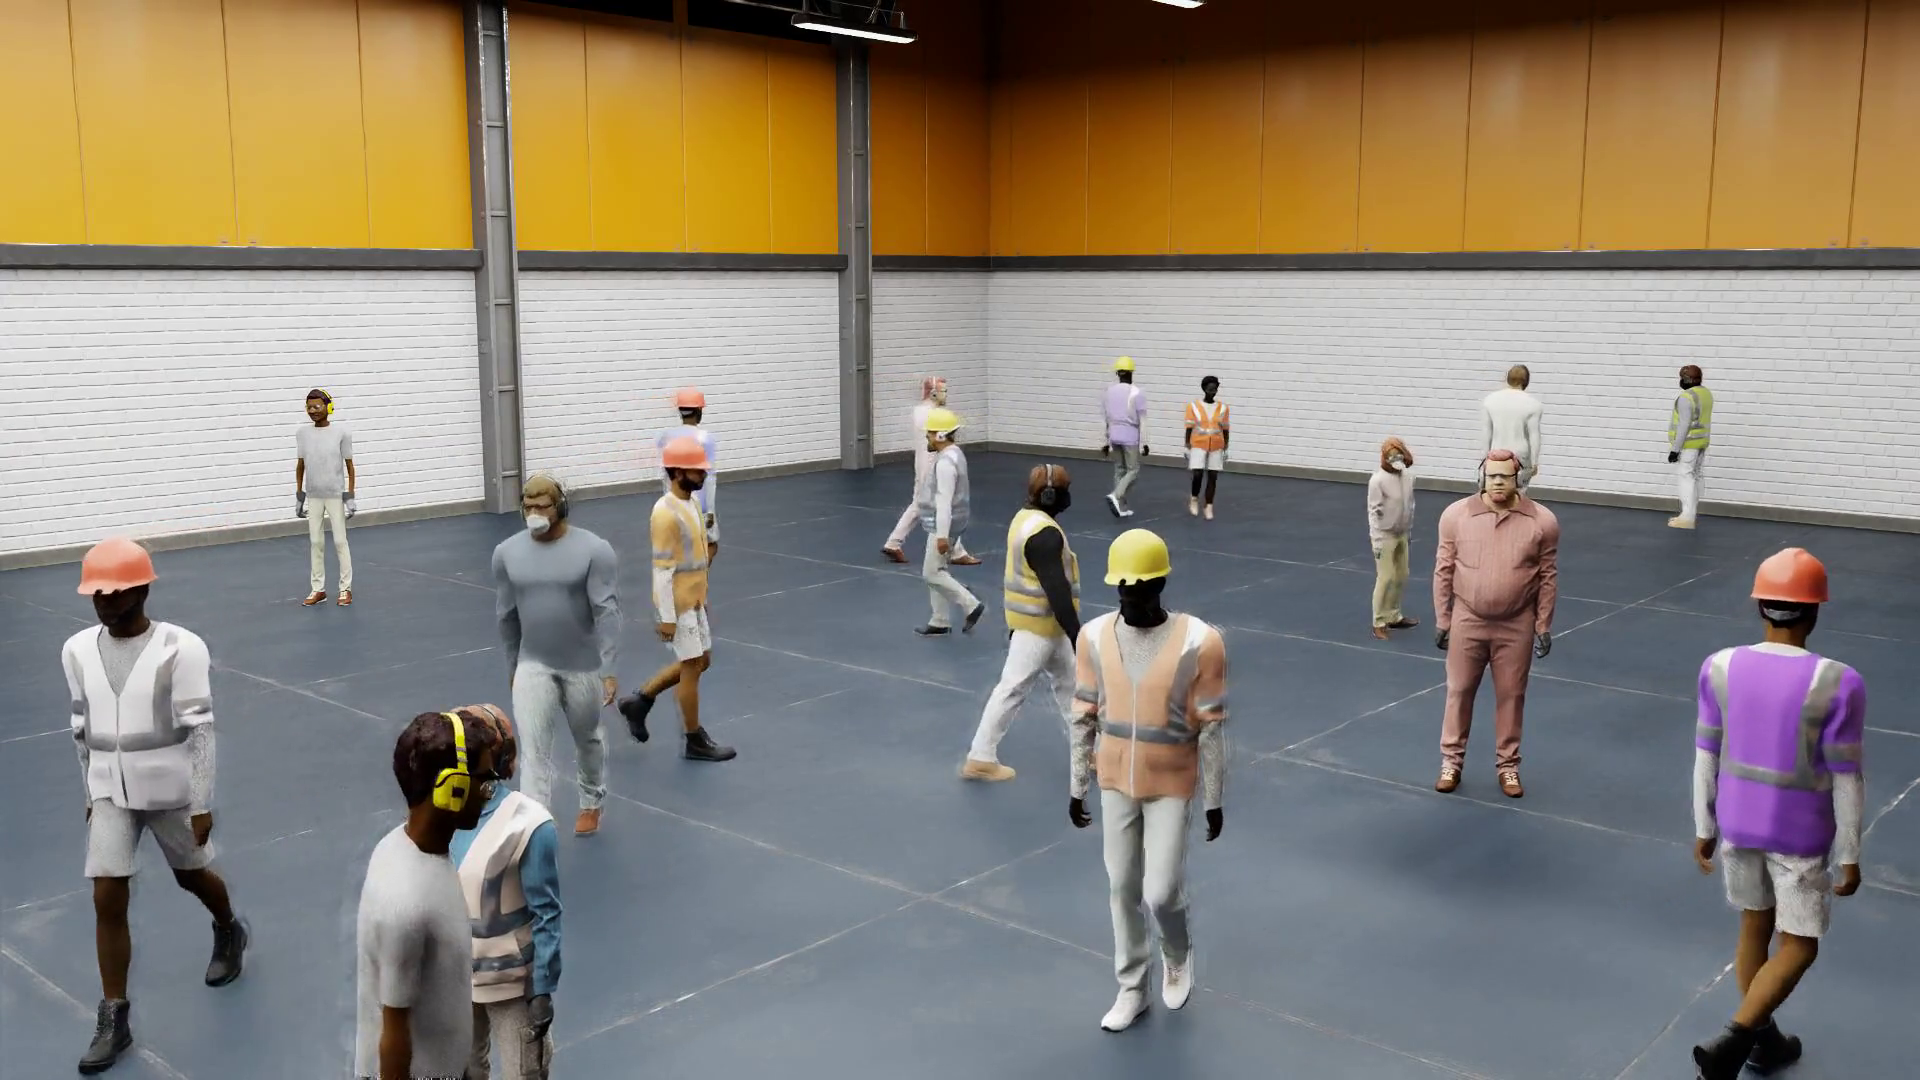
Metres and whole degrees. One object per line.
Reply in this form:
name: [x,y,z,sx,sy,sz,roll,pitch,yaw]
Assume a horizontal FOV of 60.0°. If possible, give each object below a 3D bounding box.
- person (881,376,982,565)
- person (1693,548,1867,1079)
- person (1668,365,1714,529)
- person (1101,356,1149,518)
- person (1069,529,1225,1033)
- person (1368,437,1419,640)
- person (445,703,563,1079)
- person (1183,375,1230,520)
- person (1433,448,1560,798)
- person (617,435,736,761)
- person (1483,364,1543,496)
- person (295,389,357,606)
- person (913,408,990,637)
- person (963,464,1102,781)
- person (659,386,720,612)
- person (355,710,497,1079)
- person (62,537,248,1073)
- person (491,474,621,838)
person: [-0.306,-0.672,16.238,0.958,1.869,0.647,-1,9,-7]
person: [2.745,0.983,5.666,0.807,1.917,0.555,-7,11,-37]
person: [8.168,-1.037,18.702,0.635,1.838,0.524,-8,12,-42]
person: [1.874,-1.176,19.267,0.602,1.905,0.642,7,11,37]
person: [0.682,0.900,6.212,0.605,1.908,0.424,5,10,29]
person: [3.400,-0.017,12.961,0.670,1.593,0.370,-7,12,-39]
person: [-1.359,1.264,4.763,0.517,1.645,0.308,4,10,22]
person: [2.855,-1.061,19.201,0.556,1.683,0.365,-1,9,-7]
person: [2.902,0.450,9.051,0.642,1.909,0.399,3,9,16]
person: [-1.666,0.344,9.673,0.650,1.924,0.564,1,9,7]
person: [5.702,-0.864,17.237,0.642,1.925,0.669,8,12,40]
person: [-5.451,-0.363,14.270,0.532,1.871,0.319,0,9,0]
person: [-0.084,-0.116,12.888,0.523,1.813,0.609,1,9,5]
person: [0.475,0.468,9.337,1.004,1.791,0.622,0,9,-3]
person: [-2.230,-0.305,13.732,0.542,1.925,0.465,4,10,22]
person: [-1.319,1.303,3.902,0.624,1.840,0.533,-2,9,-14]
person: [-3.042,0.903,6.275,0.554,1.897,0.994,0,9,1]
person: [-1.954,0.618,8.075,0.646,1.888,1.019,0,9,2]
